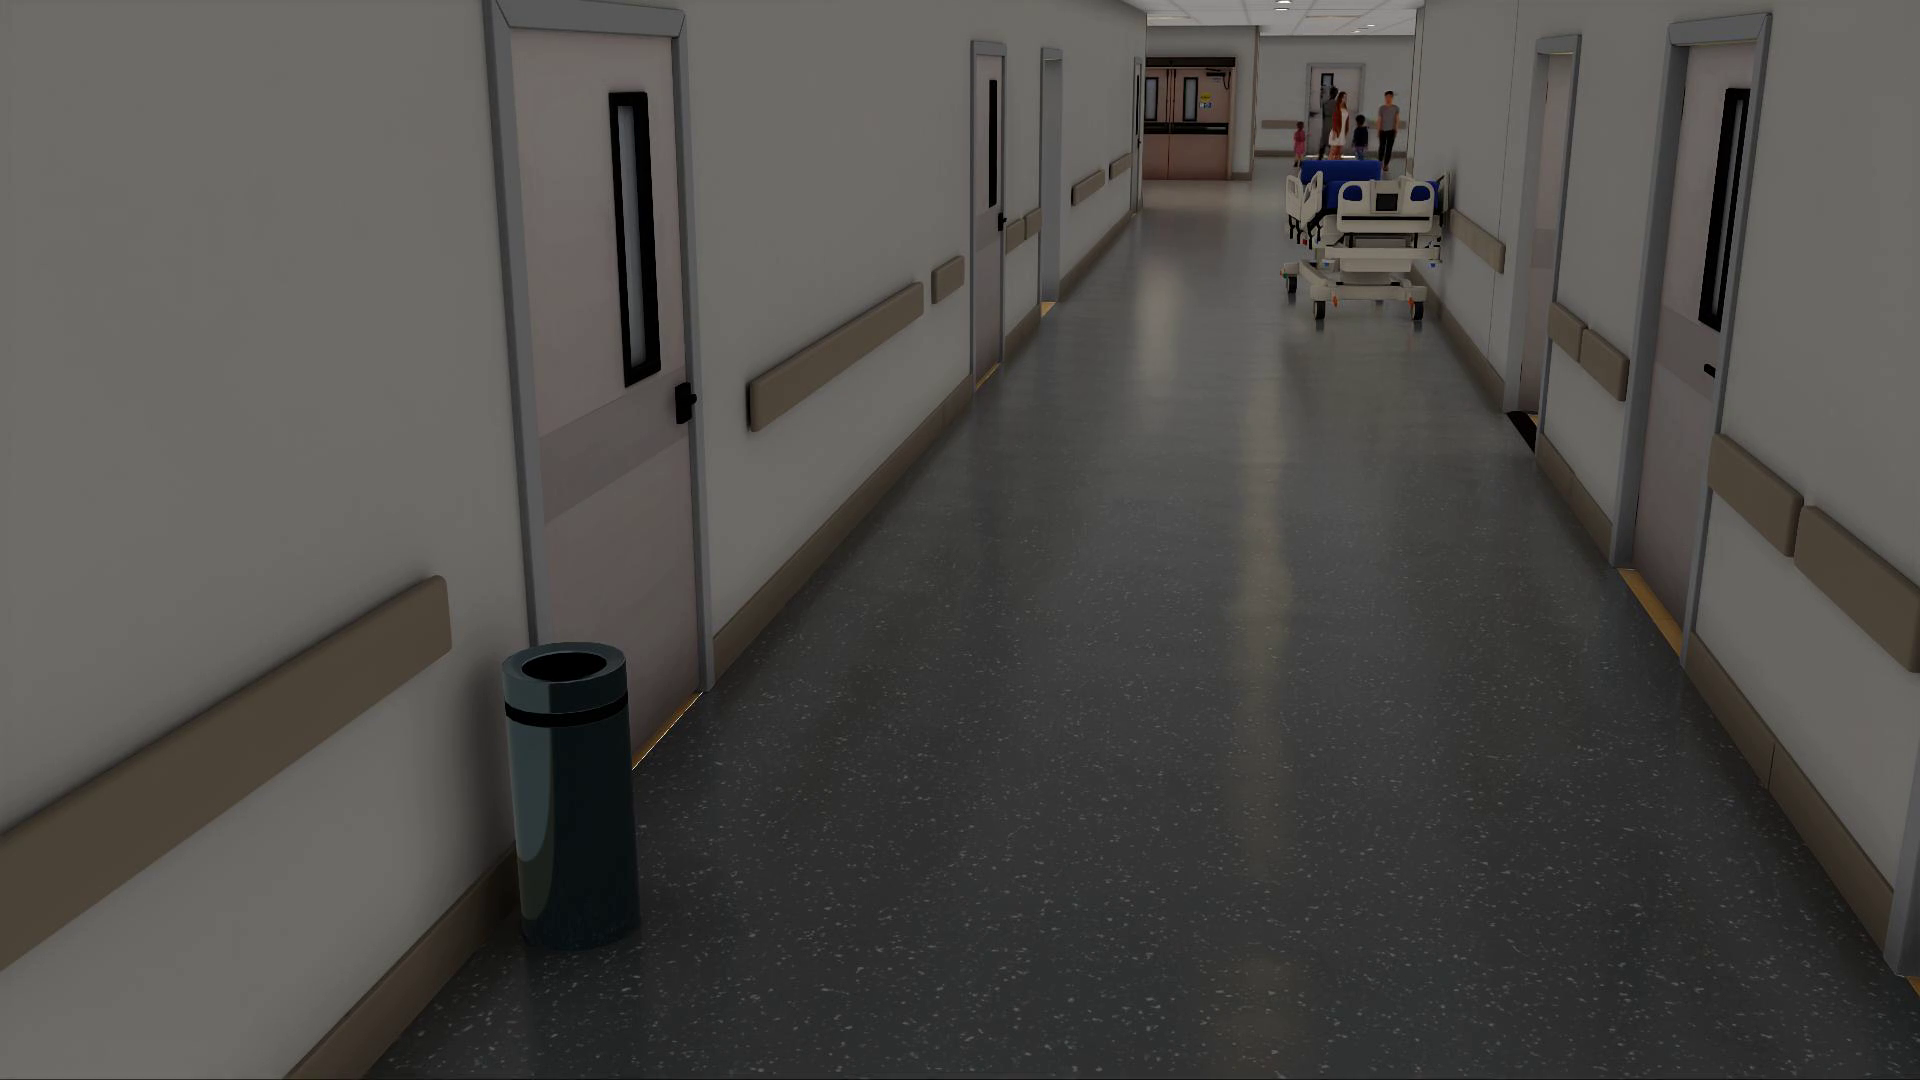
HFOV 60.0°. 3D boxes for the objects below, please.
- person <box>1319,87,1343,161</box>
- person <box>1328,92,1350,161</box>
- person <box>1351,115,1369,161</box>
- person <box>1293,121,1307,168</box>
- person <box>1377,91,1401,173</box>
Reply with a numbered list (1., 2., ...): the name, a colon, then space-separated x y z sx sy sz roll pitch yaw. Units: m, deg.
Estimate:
1. person: 7.954 -8.865 36.045 1.237 1.734 1.102 13 20 38
2. person: 7.892 -8.491 34.753 0.714 1.716 0.754 -14 21 -41
3. person: 8.572 -8.431 35.514 0.861 1.188 0.841 -6 17 -19
4. person: 7.734 -9.025 37.929 0.423 1.021 0.527 -1 16 -3
5. person: 9.279 -8.855 36.068 0.566 1.703 0.663 3 16 11
